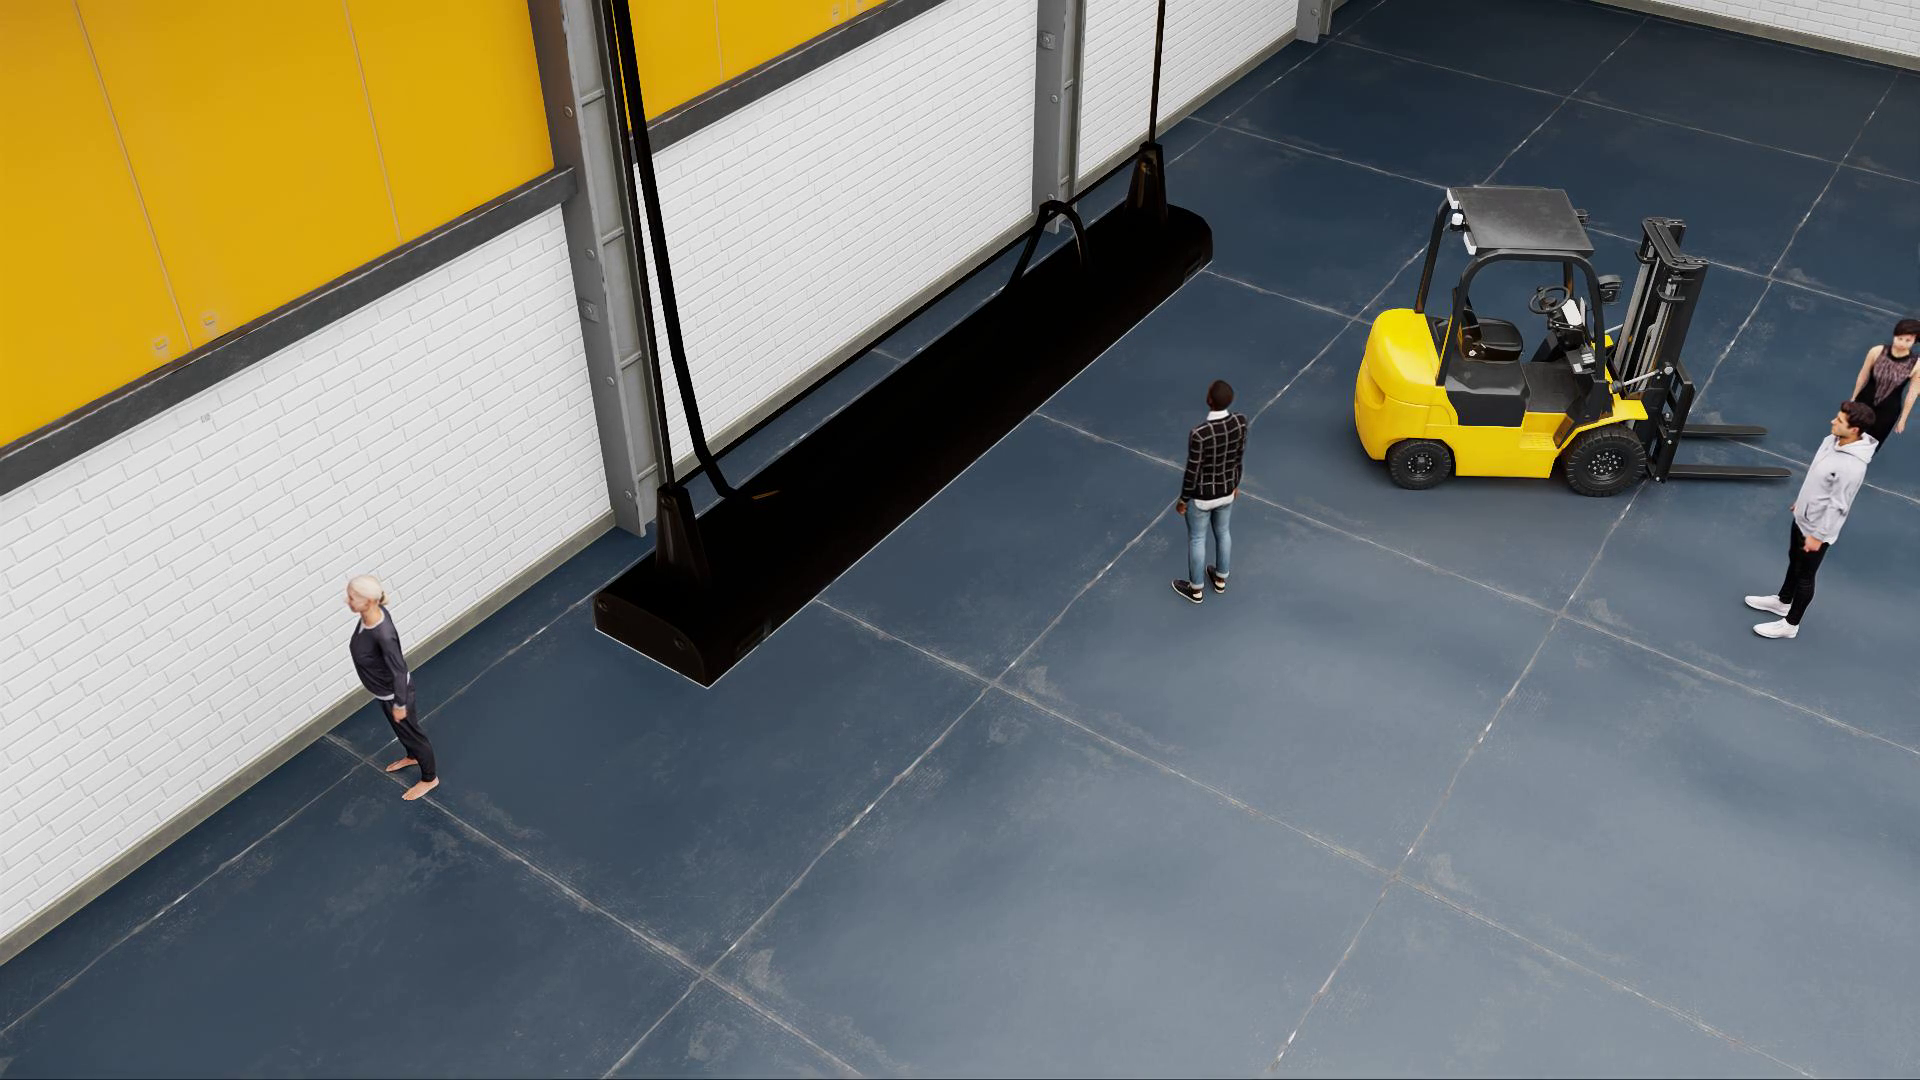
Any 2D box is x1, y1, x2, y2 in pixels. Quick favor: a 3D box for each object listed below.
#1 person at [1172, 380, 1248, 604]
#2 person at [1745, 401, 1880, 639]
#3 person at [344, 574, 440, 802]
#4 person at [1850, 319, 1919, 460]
[{"bbox_3d":[1.795,-0.345,11.866,0.670,1.820,0.802,-17,42,-20],"label":"person"},{"bbox_3d":[5.956,-0.147,11.530,0.832,1.930,0.690,6,39,7],"label":"person"},{"bbox_3d":[-3.559,0.886,10.399,0.645,1.726,0.674,-22,44,-25],"label":"person"},{"bbox_3d":[7.157,-1.036,12.934,0.586,1.565,0.995,24,44,27],"label":"person"}]
